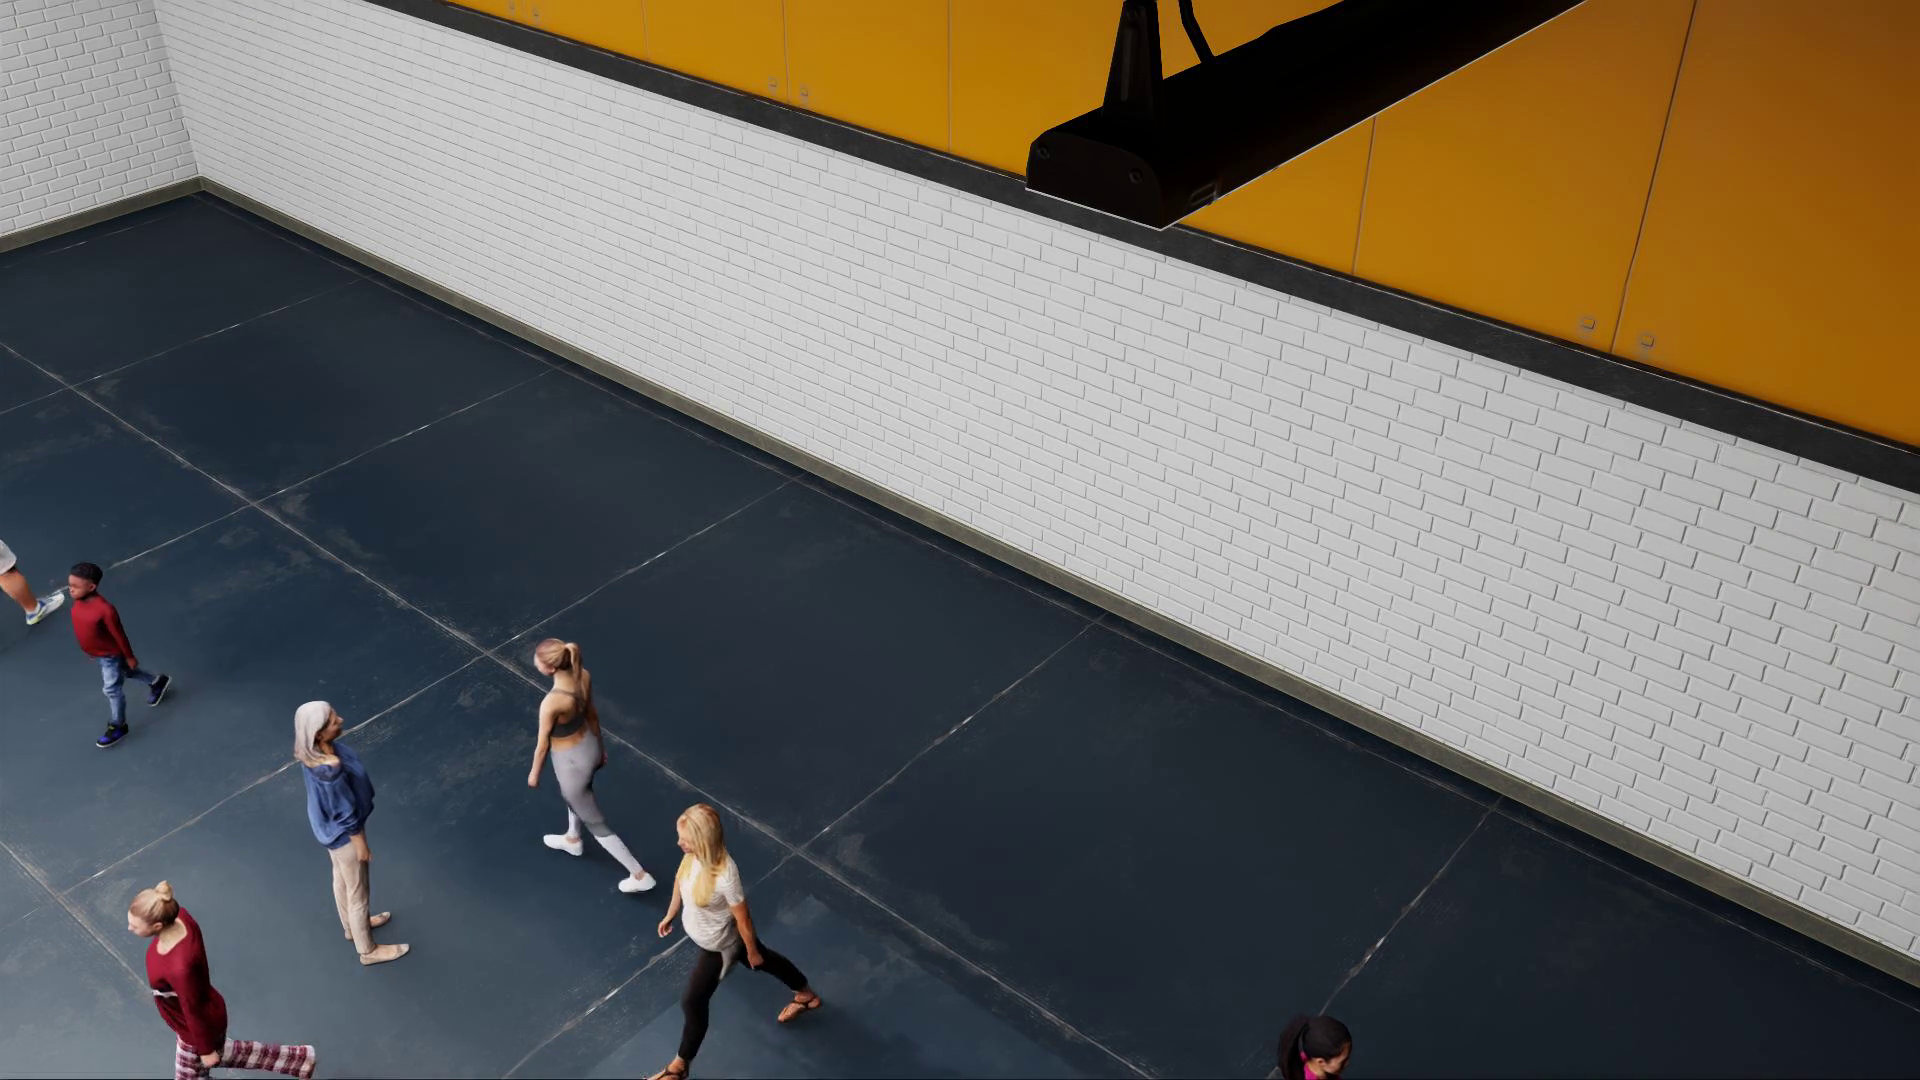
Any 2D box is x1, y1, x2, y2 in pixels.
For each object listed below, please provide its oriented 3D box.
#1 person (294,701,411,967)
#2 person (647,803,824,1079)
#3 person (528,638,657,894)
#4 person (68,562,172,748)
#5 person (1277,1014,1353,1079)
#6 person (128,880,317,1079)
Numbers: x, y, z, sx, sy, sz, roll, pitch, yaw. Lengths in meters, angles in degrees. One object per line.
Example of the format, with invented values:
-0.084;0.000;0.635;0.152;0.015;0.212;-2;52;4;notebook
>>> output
-3.273;1.537;8.819;0.656;1.697;0.676;-21;39;-28;person
-1.079;1.918;8.169;1.319;1.771;0.956;-17;37;-24;person
-2.053;1.281;9.215;0.863;1.673;1.077;12;35;18;person
-5.353;0.643;10.559;0.582;1.250;0.885;19;38;26;person
1.456;2.656;7.131;0.745;1.700;0.654;5;34;8;person
-3.491;2.217;7.799;1.022;1.682;0.842;-15;36;-21;person
